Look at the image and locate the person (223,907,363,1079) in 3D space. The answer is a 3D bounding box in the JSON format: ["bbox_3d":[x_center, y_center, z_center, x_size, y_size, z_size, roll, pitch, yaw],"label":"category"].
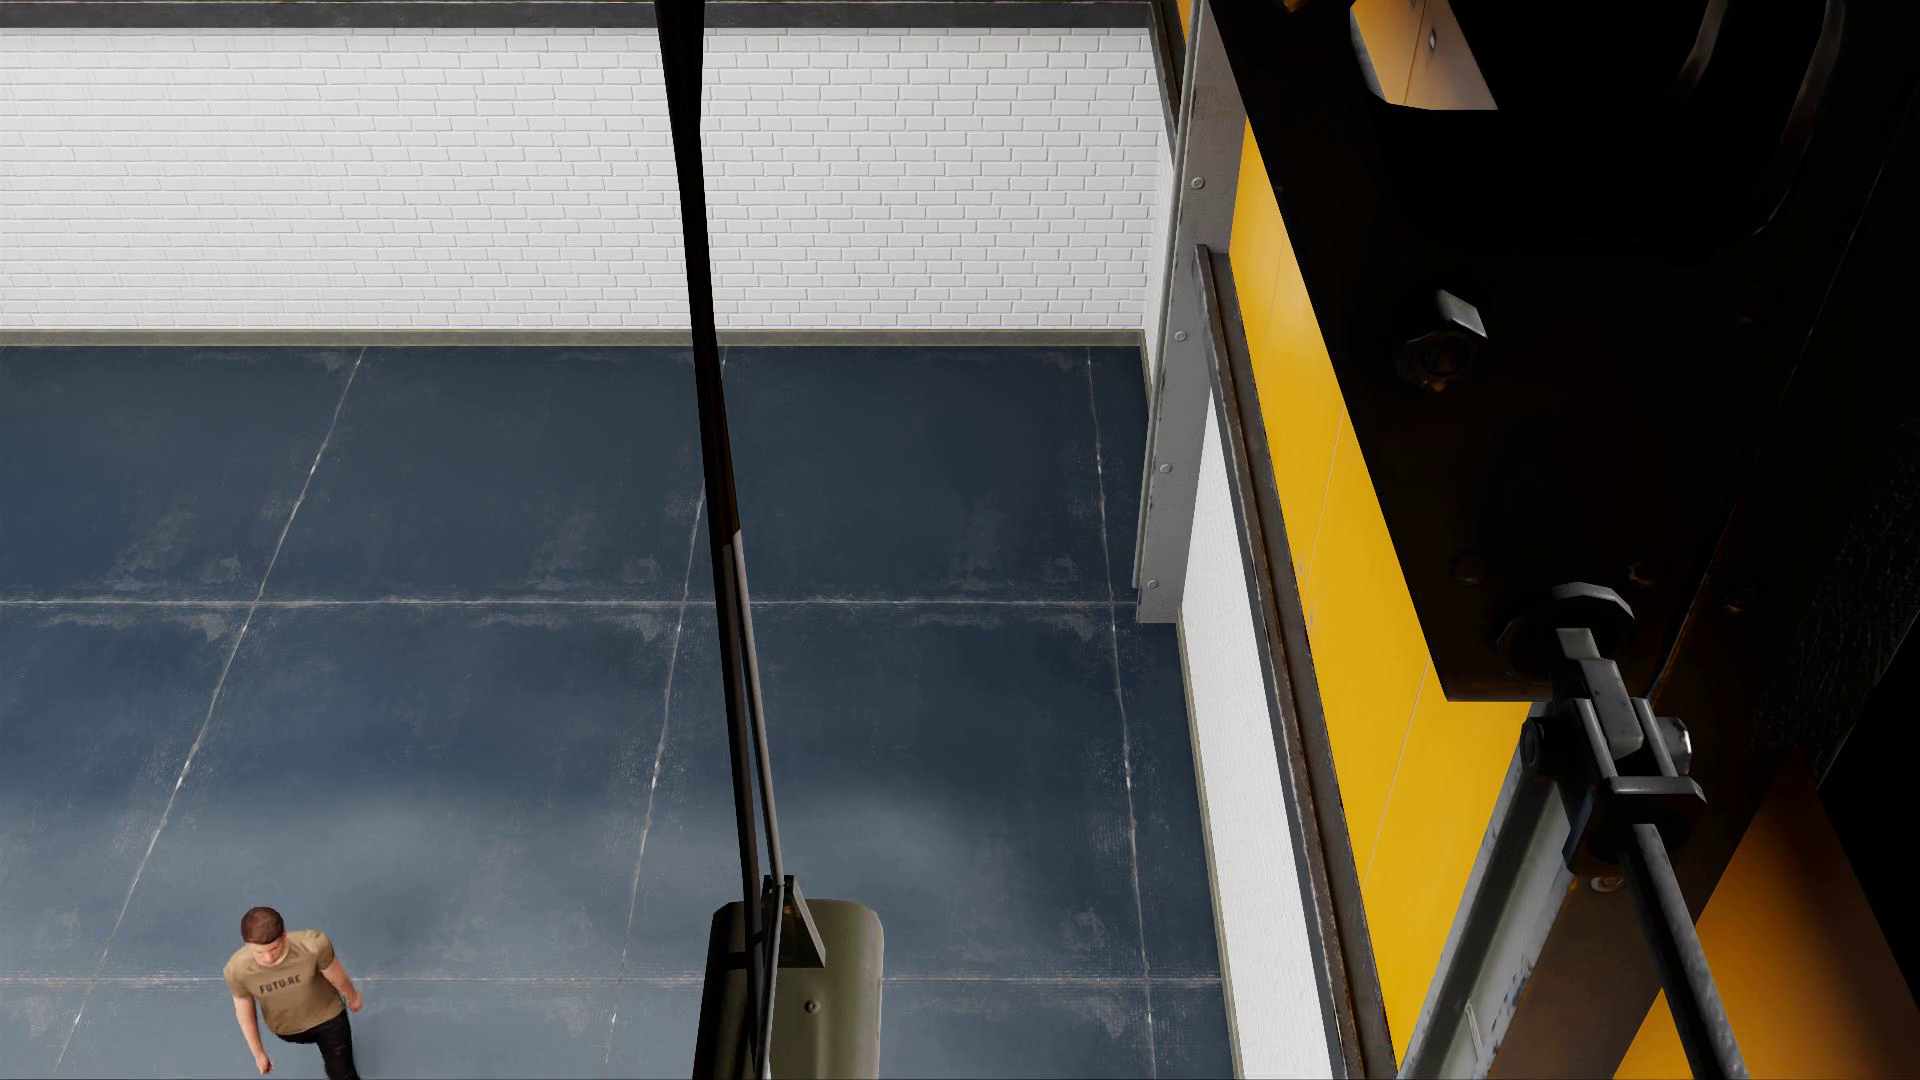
[{"bbox_3d":[-3.293,2.321,8.373,0.929,1.799,1.338,-11,45,-12],"label":"person"}]
